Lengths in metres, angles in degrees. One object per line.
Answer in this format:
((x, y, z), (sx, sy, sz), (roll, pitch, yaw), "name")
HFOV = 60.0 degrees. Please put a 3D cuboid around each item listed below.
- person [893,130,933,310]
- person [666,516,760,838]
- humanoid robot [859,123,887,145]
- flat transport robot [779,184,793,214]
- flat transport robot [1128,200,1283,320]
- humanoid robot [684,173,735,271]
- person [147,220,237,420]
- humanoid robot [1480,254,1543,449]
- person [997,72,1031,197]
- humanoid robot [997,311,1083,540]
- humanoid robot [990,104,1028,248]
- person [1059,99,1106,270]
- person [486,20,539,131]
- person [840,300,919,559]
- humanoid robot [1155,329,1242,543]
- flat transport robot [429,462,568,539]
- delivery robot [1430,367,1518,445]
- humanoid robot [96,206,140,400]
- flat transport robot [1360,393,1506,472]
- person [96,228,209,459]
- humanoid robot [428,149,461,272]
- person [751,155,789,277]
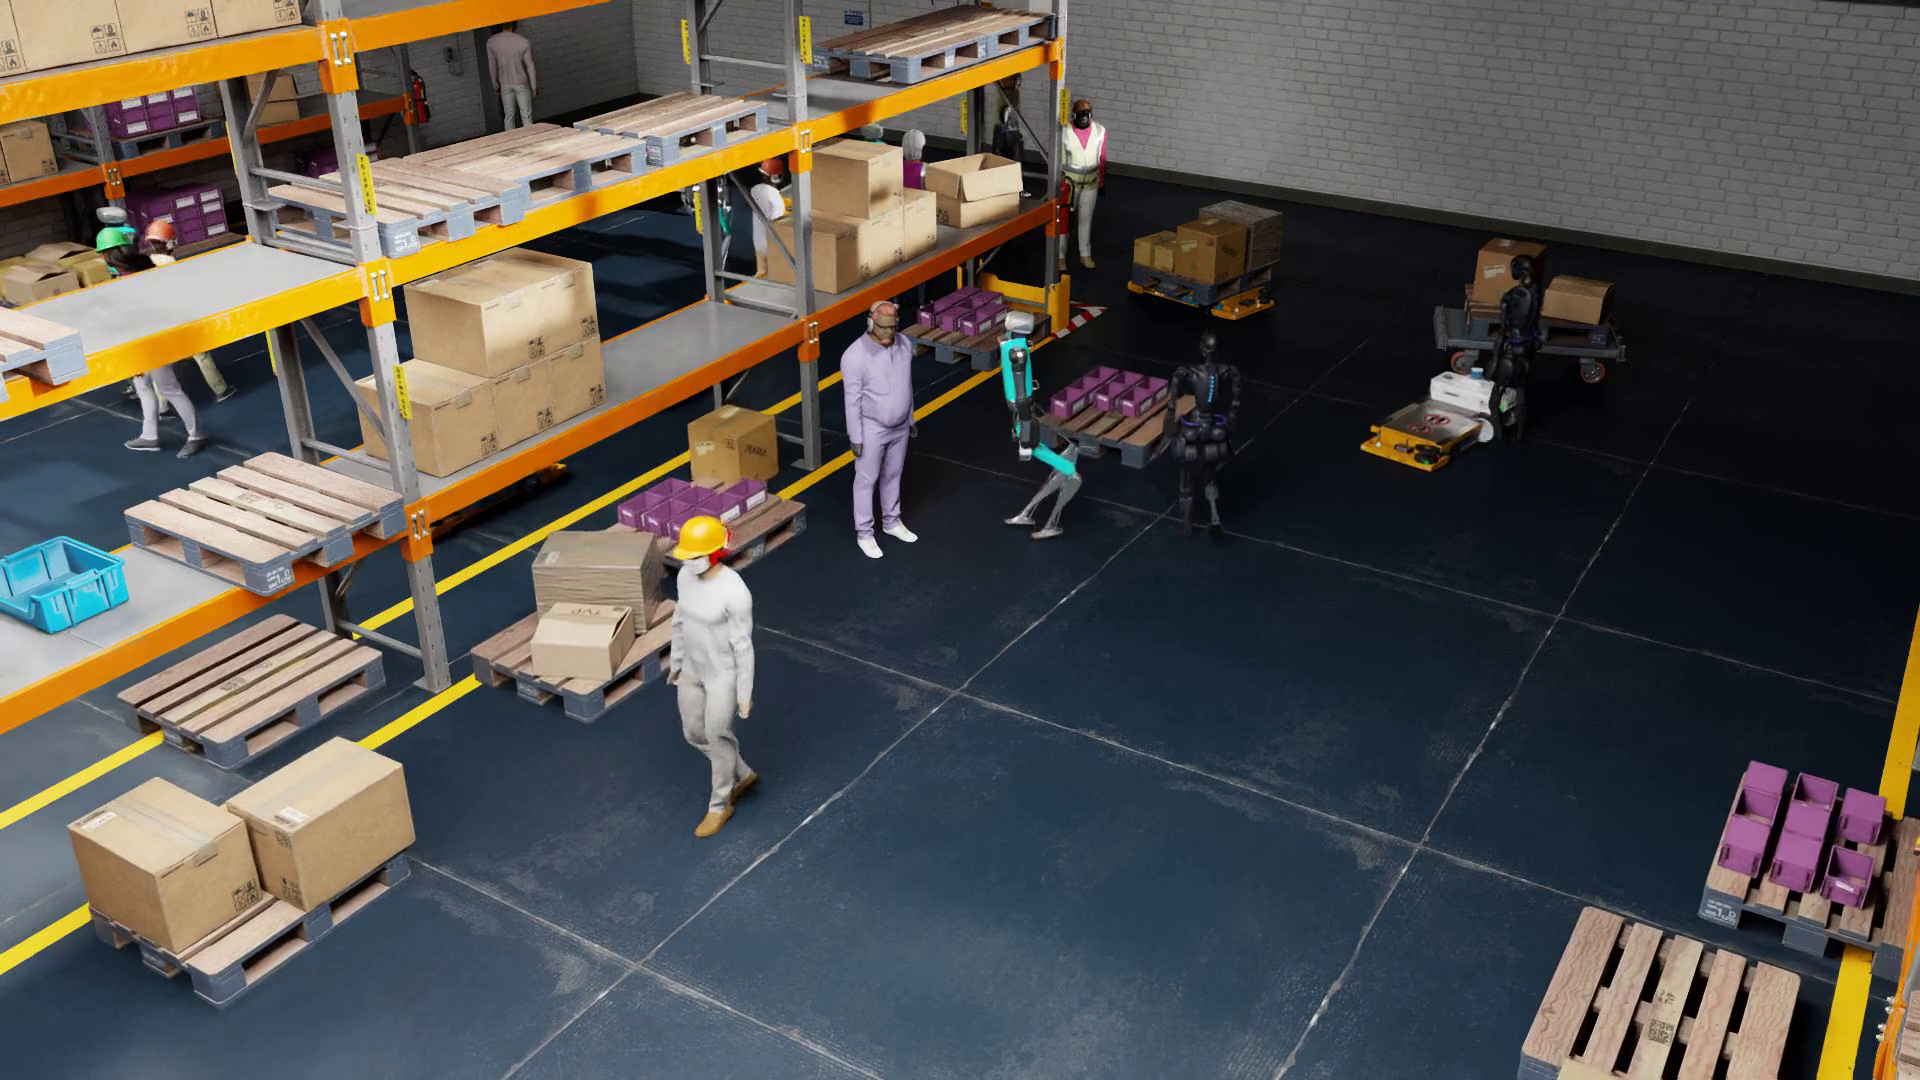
((-0.469, -3.220, 16.813), (0.508, 1.839, 0.340), (6, 27, 11), "person")
((-1.334, 0.715, 9.007), (0.579, 1.887, 0.513), (21, 33, 35), "person")
((-1.098, -3.404, 17.252), (0.722, 1.757, 0.532), (-13, 30, -24), "humanoid robot")
((-1.846, -4.238, 20.548), (0.659, 0.231, 1.431), (10, 28, 18), "flat transport robot")
((2.504, -2.601, 17.323), (0.659, 0.231, 1.431), (-24, 35, -38), "flat transport robot")
((-2.639, -3.754, 18.002), (0.542, 1.777, 0.975), (5, 27, 10), "humanoid robot")
((-6.801, -1.913, 14.395), (0.559, 1.707, 0.908), (6, 28, 12), "person")
((4.583, -1.534, 13.663), (0.608, 1.646, 0.348), (-21, 33, -35), "humanoid robot")
((0.585, -5.096, 20.741), (0.601, 1.616, 0.506), (15, 31, 27), "person")
((0.637, -0.834, 12.147), (0.741, 1.730, 0.533), (-3, 27, -5), "humanoid robot")
((0.542, -4.086, 18.688), (0.383, 1.642, 0.589), (-20, 33, -34), "humanoid robot")
((1.293, -3.857, 18.061), (0.620, 1.845, 0.431), (-6, 28, -12), "person")
((-6.001, -6.130, 22.434), (0.634, 1.937, 0.352), (1, 27, 2), "person")
((-0.545, -0.811, 11.996), (0.408, 1.902, 0.635), (24, 35, 38), "person")
((1.738, -0.746, 12.115), (0.593, 1.651, 0.370), (-5, 27, -9), "humanoid robot")
((-3.828, -0.425, 13.035), (0.659, 0.231, 1.431), (16, 31, 28), "flat transport robot")
((4.397, -1.163, 14.192), (0.809, 0.612, 0.499), (23, 35, 38), "delivery robot")
((-7.379, -2.014, 14.403), (0.735, 1.671, 0.533), (-23, 35, -37), "humanoid robot")
((4.049, -0.945, 14.059), (0.659, 0.231, 1.431), (23, 35, 38), "flat transport robot")
((-6.652, -1.577, 13.509), (0.721, 1.895, 0.708), (-7, 28, -14), "person")
((-5.220, -3.156, 16.861), (0.608, 1.639, 0.397), (2, 27, 4), "humanoid robot")
((-1.912, -2.922, 16.351), (0.785, 1.720, 0.577), (-18, 32, -31), "person")
